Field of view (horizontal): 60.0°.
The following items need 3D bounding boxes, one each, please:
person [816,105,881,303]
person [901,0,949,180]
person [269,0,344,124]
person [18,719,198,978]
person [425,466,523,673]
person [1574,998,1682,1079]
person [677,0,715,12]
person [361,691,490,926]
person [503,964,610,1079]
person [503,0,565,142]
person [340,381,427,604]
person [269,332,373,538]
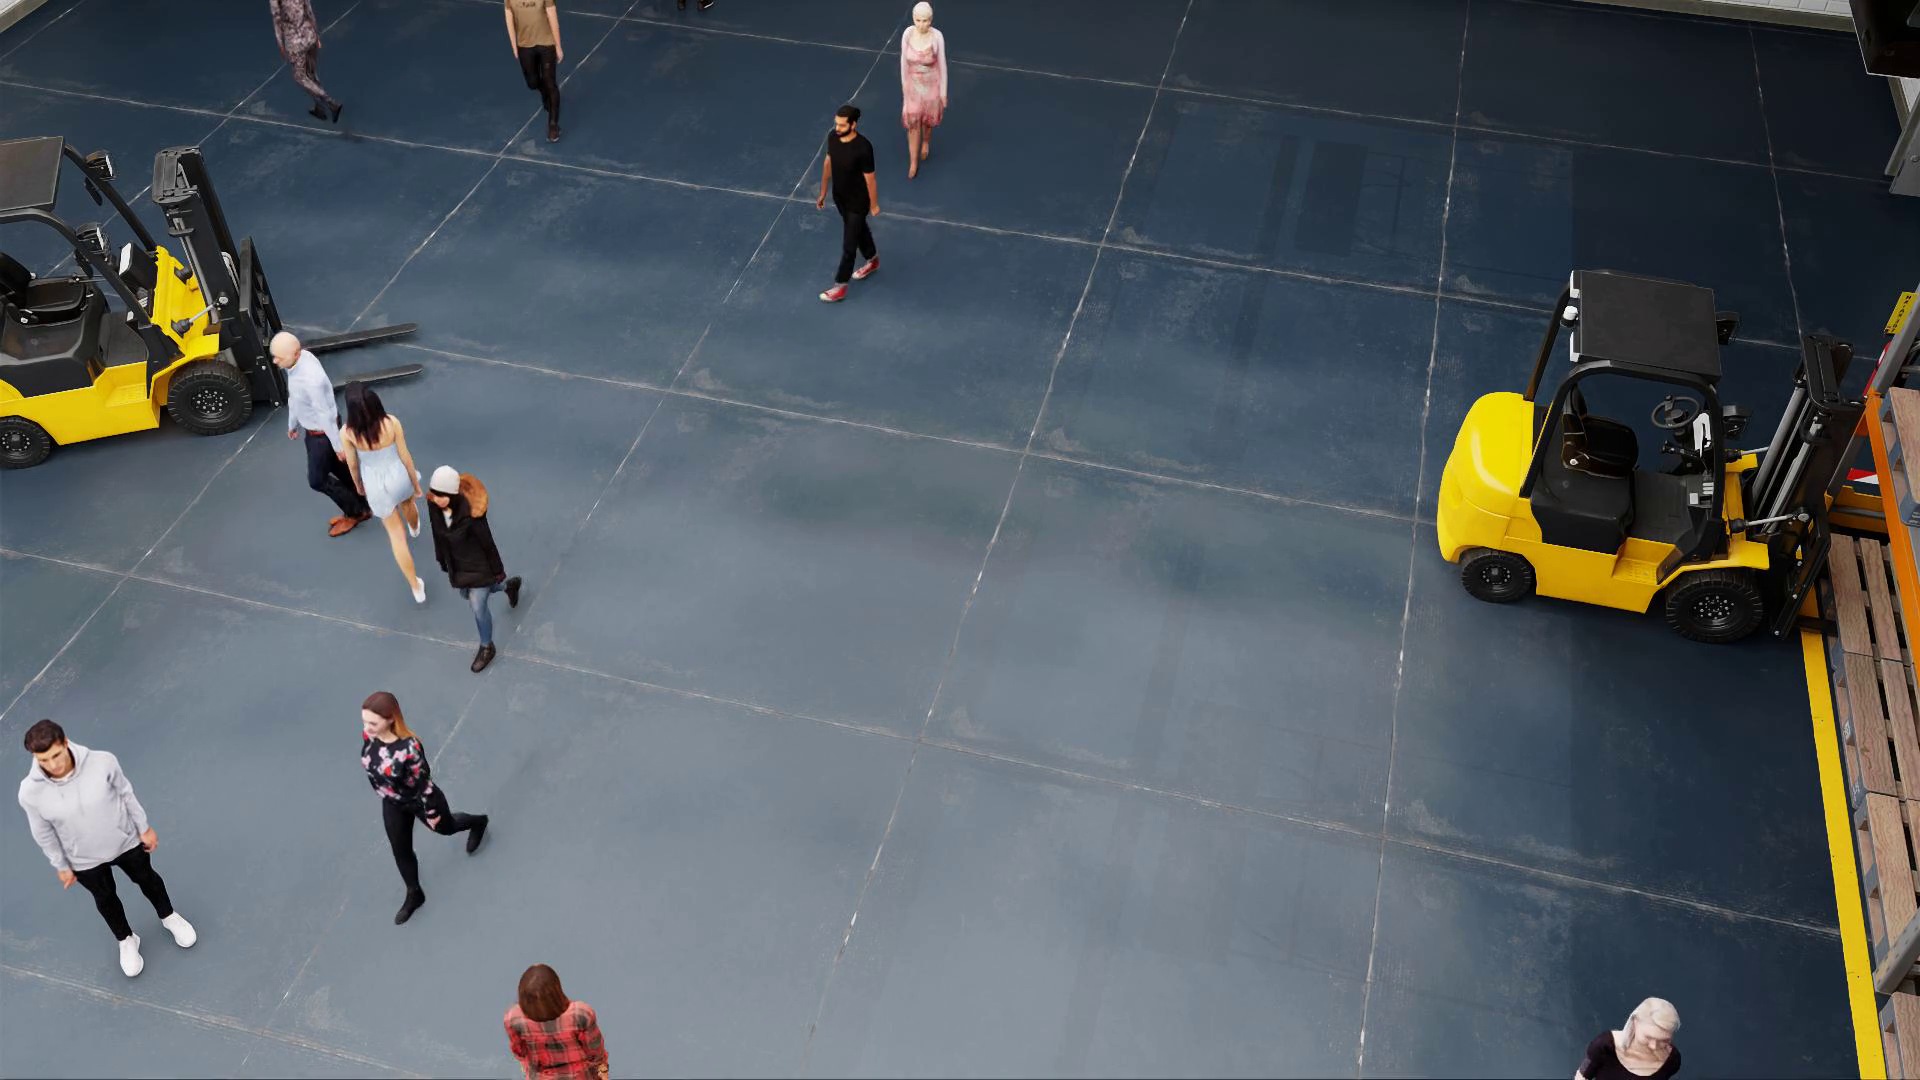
[{"bbox_3d":[-0.852,-2.932,14.116,1.134,1.723,0.959,-33,53,-30],"label":"person"},{"bbox_3d":[-0.339,-4.306,15.604,0.708,1.661,0.970,3,44,3],"label":"person"},{"bbox_3d":[-6.324,-4.776,16.066,0.832,1.703,0.910,27,50,25],"label":"person"},{"bbox_3d":[-4.738,1.649,9.158,0.748,1.930,0.838,-28,50,-26],"label":"person"},{"bbox_3d":[-3.208,0.093,11.021,0.714,1.613,0.977,15,46,16],"label":"person"},{"bbox_3d":[3.137,2.766,8.057,0.604,1.831,0.537,5,44,5],"label":"person"},{"bbox_3d":[-2.977,-6.563,17.941,0.636,1.705,0.549,7,44,7],"label":"person"},{"bbox_3d":[-3.098,1.433,9.587,0.701,1.651,1.089,17,46,17],"label":"person"},{"bbox_3d":[-1.972,2.691,8.250,0.878,1.673,1.153,-5,44,-5],"label":"person"},{"bbox_3d":[-4.043,-4.801,15.997,0.832,1.835,1.028,-2,44,-2],"label":"person"},{"bbox_3d":[-3.910,-0.304,11.394,1.056,1.673,1.228,-15,46,-15],"label":"person"},{"bbox_3d":[-4.442,-0.783,11.821,0.840,1.778,0.769,-19,47,-18],"label":"person"}]
